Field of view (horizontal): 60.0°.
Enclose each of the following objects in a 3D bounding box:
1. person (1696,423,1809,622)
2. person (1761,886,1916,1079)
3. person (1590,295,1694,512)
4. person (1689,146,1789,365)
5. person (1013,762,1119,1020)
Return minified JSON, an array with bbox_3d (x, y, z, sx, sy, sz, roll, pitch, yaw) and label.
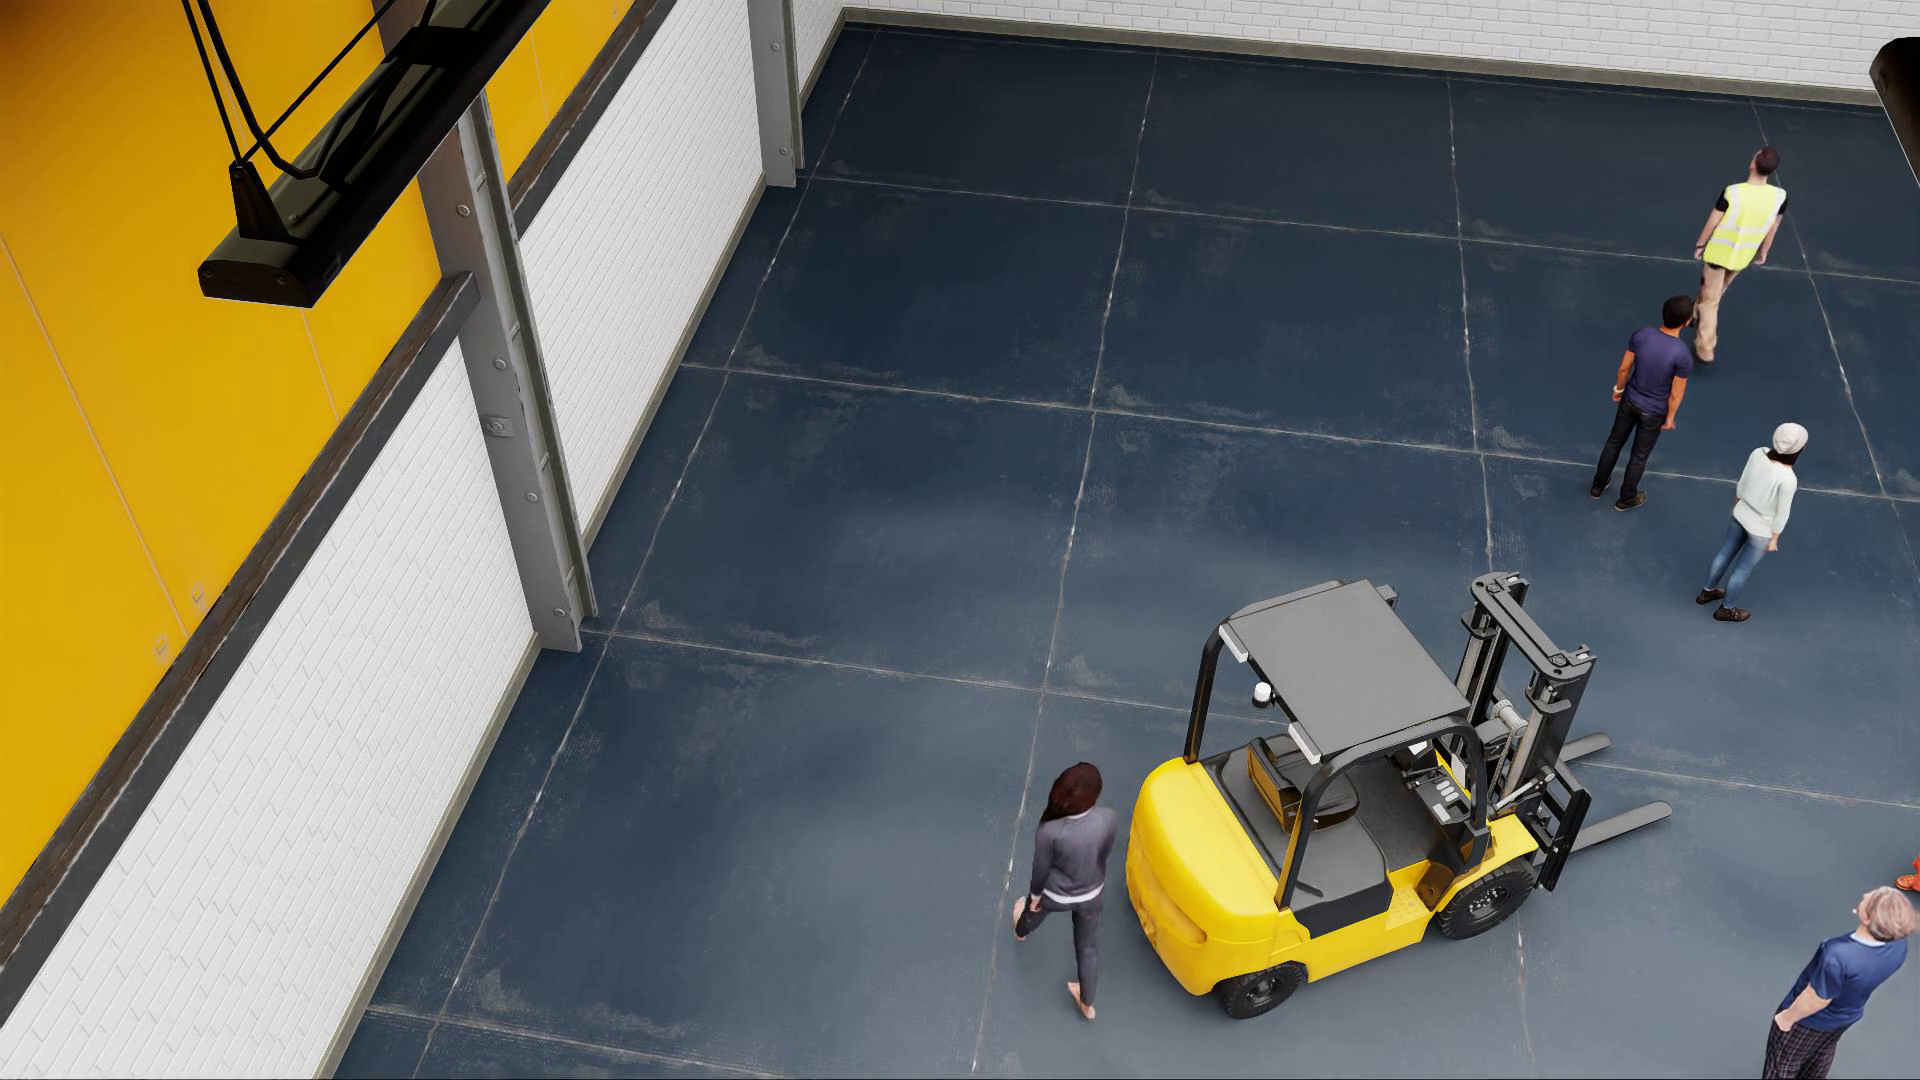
[{"bbox_3d":[5.301,-0.131,11.075,0.706,1.644,0.588,-13,45,-13],"label":"person"},{"bbox_3d":[4.325,2.336,8.321,0.738,1.871,0.728,-15,46,-15],"label":"person"},{"bbox_3d":[4.869,-0.973,11.850,0.750,1.793,0.716,-31,52,-28],"label":"person"},{"bbox_3d":[6.095,-2.230,13.157,0.829,1.810,1.200,0,44,0],"label":"person"},{"bbox_3d":[0.638,1.923,8.865,0.886,1.717,1.120,-11,45,-11],"label":"person"}]
